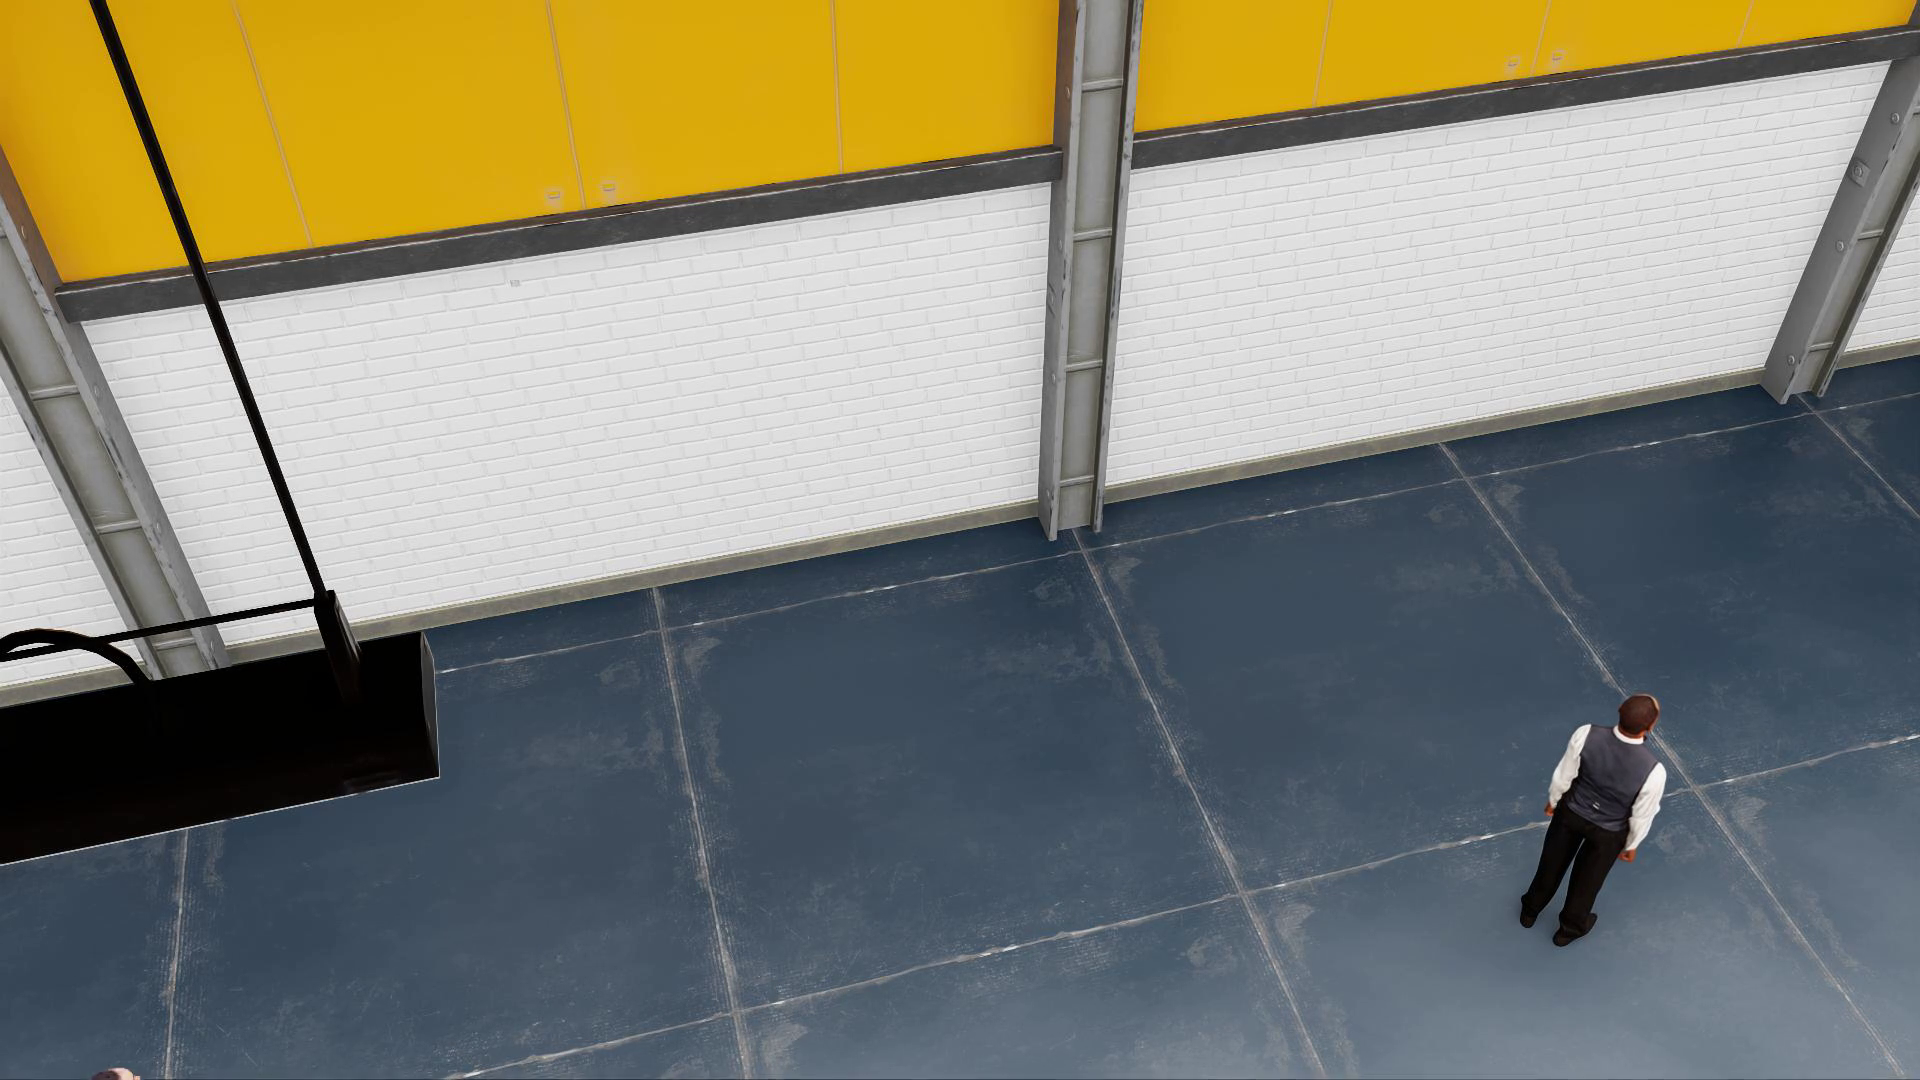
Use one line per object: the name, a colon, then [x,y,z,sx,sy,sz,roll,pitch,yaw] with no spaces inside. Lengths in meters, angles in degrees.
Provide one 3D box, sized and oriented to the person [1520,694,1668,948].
person: [3.403,1.503,8.950,0.781,1.919,0.792,30,51,28]
